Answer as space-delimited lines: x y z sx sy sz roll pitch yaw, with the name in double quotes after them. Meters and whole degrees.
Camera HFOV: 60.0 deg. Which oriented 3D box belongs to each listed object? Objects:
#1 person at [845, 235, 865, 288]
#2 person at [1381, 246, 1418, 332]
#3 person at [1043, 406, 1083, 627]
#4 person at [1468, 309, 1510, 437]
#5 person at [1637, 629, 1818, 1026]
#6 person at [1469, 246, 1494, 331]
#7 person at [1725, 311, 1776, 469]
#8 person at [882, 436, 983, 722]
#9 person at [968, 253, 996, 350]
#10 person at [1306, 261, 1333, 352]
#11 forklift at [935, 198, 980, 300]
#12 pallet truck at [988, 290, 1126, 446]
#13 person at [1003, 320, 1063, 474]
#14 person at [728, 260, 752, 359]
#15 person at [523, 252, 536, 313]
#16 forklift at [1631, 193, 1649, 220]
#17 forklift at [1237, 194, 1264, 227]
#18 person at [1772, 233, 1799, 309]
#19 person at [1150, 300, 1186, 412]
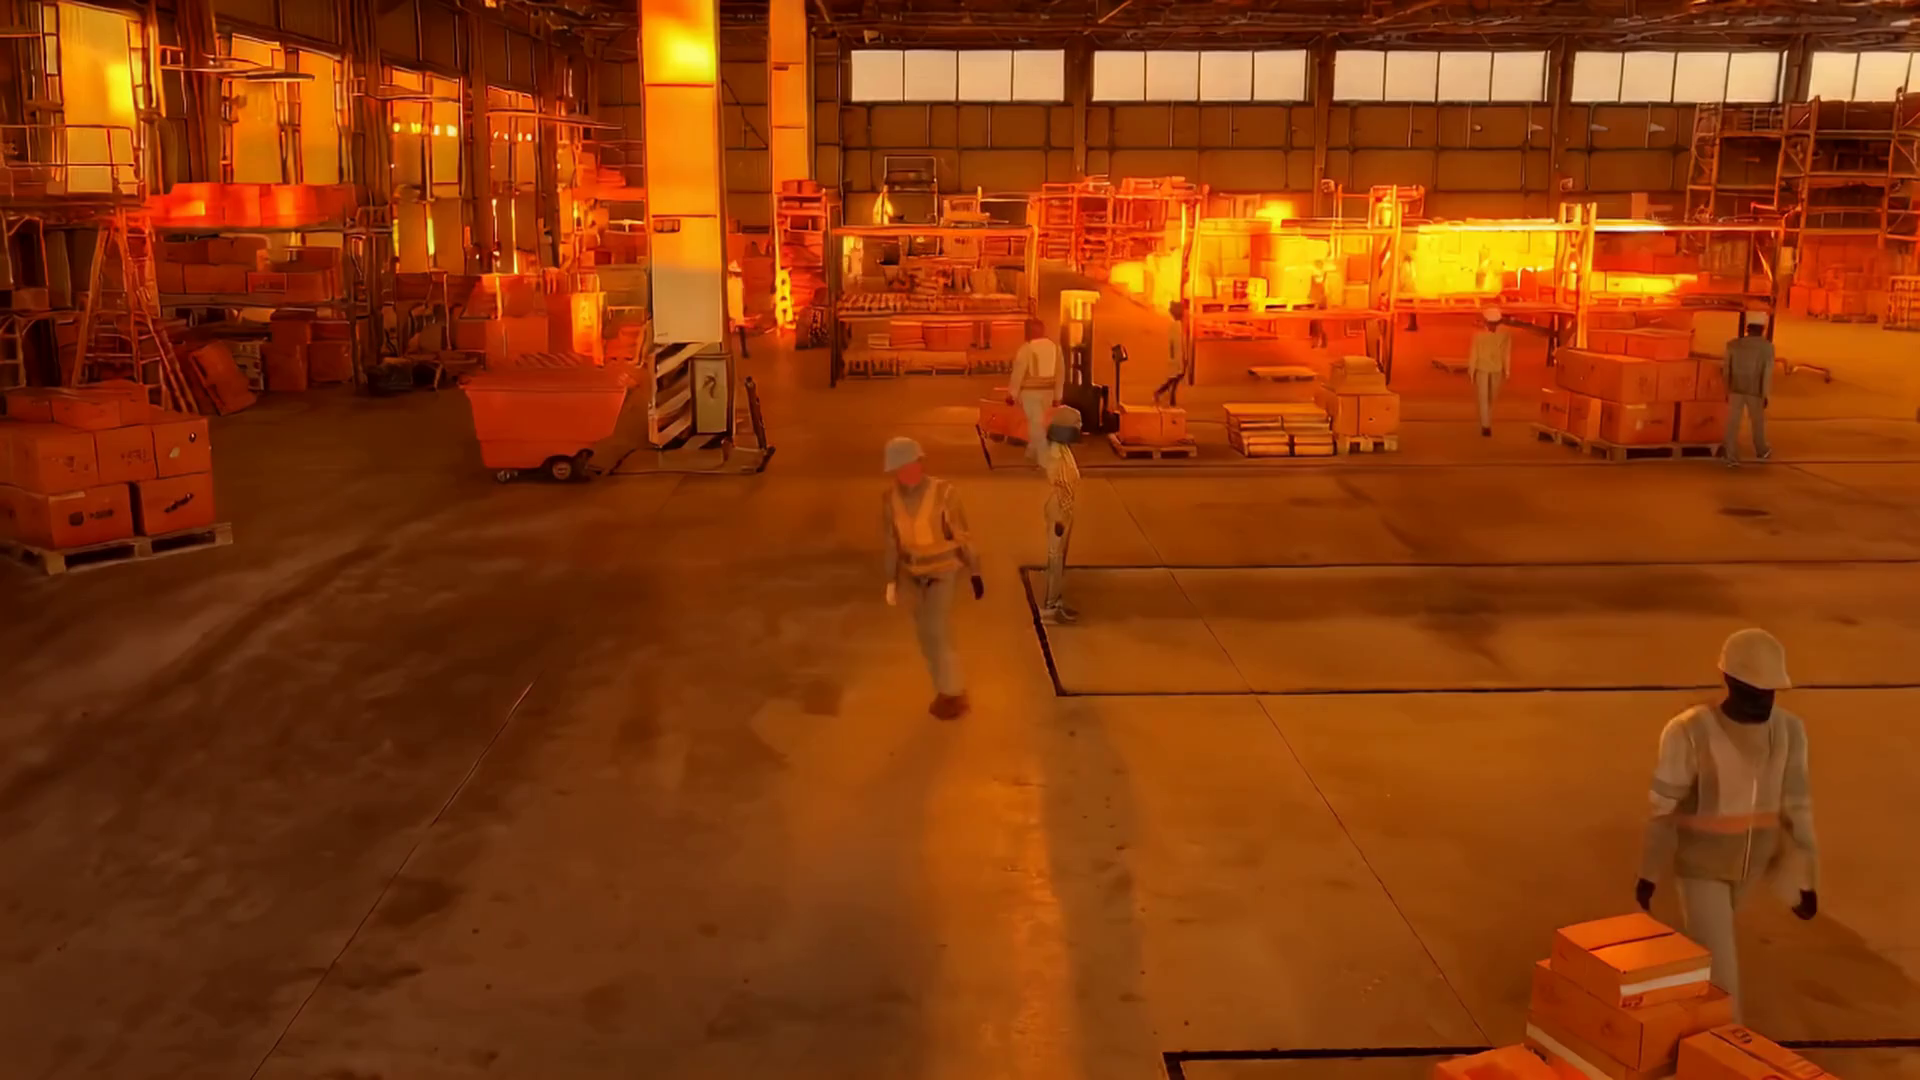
-3.256 -8.719 51.413 0.698 1.861 0.588 -9 15 -34 "person"
9.984 -5.665 37.542 0.963 1.888 0.571 11 17 42 "person"
0.821 -0.195 13.190 0.295 1.743 0.493 2 13 11 "person"
7.249 -2.326 22.854 0.529 1.731 0.881 0 12 -1 "person"
2.971 1.248 6.372 0.610 1.870 0.978 -3 13 -12 "person"
11.804 -5.668 37.500 0.391 1.920 0.593 -2 13 -10 "person"
9.620 -1.828 20.230 0.935 1.882 0.599 -12 17 -43 "person"
-0.204 0.247 10.868 0.634 1.887 0.651 9 15 36 "person"
0.424 -4.808 33.576 0.635 1.936 0.355 8 15 33 "person"
7.256 -4.712 33.460 0.524 1.809 0.944 12 17 43 "person"
0.062 -8.114 46.357 1.129 2.768 1.873 4 13 17 "forklift"
1.257 -2.299 22.111 1.885 1.965 0.823 -9 15 -35 "pallet truck"
0.834 -1.733 19.975 0.621 1.799 0.866 -10 16 -39 "person"
-4.398 -4.445 32.076 0.549 1.891 1.011 -9 15 -35 "person"
-10.502 -6.210 40.608 0.313 1.631 0.516 -8 15 -32 "person"
23.419 -10.588 57.525 1.873 2.768 1.129 9 16 36 "forklift"
9.737 -10.261 56.049 1.129 2.768 1.873 -8 15 -33 "forklift"
21.599 -7.028 43.533 0.605 1.966 0.373 6 14 25 "person"
3.138 -2.732 24.785 0.442 1.685 0.536 2 13 9 "person"
